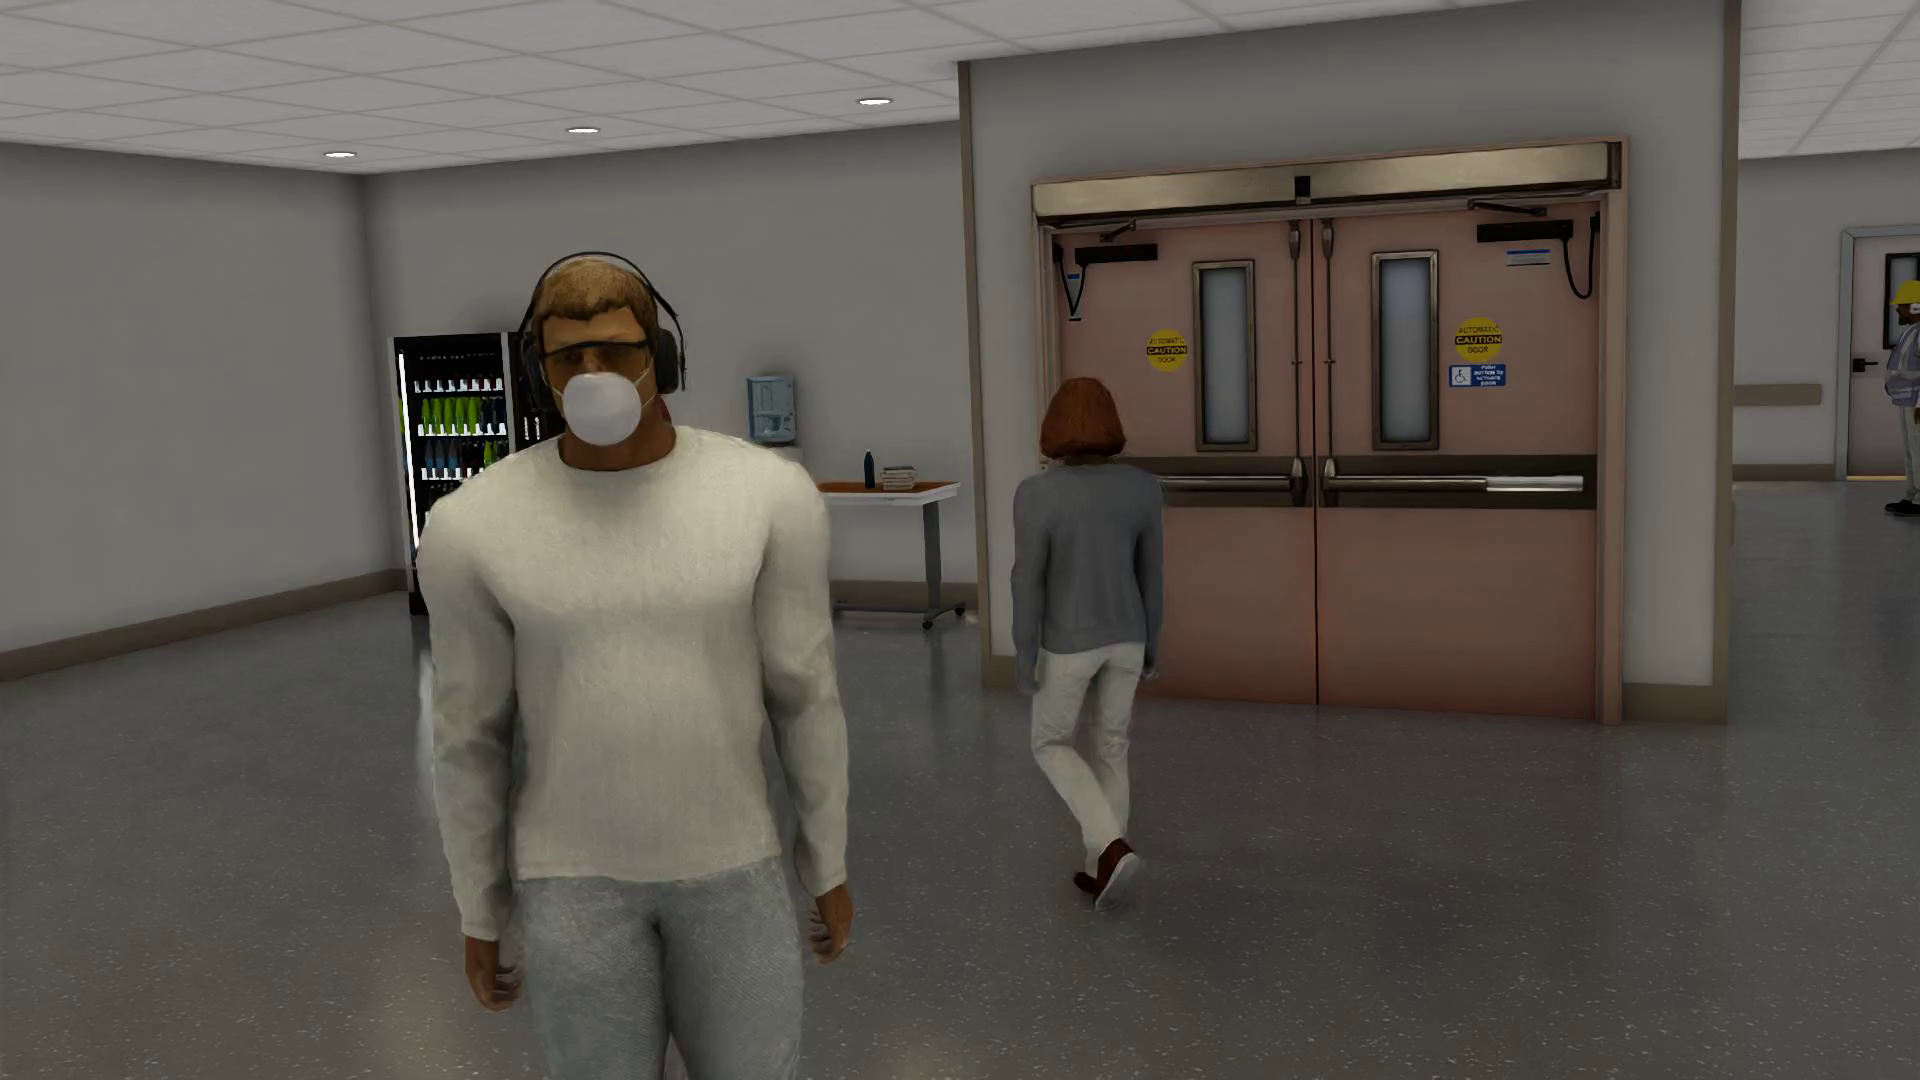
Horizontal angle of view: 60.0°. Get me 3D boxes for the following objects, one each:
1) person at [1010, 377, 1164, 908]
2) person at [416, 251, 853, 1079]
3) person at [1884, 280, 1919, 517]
[{"bbox_3d":[0.411,0.325,4.961,0.515,1.619,0.448,-5,8,-22],"label":"person"},{"bbox_3d":[-0.495,0.513,2.648,0.640,1.918,0.619,-4,7,-9],"label":"person"},{"bbox_3d":[7.397,-1.092,12.896,0.403,1.827,0.600,0,8,20],"label":"person"}]
